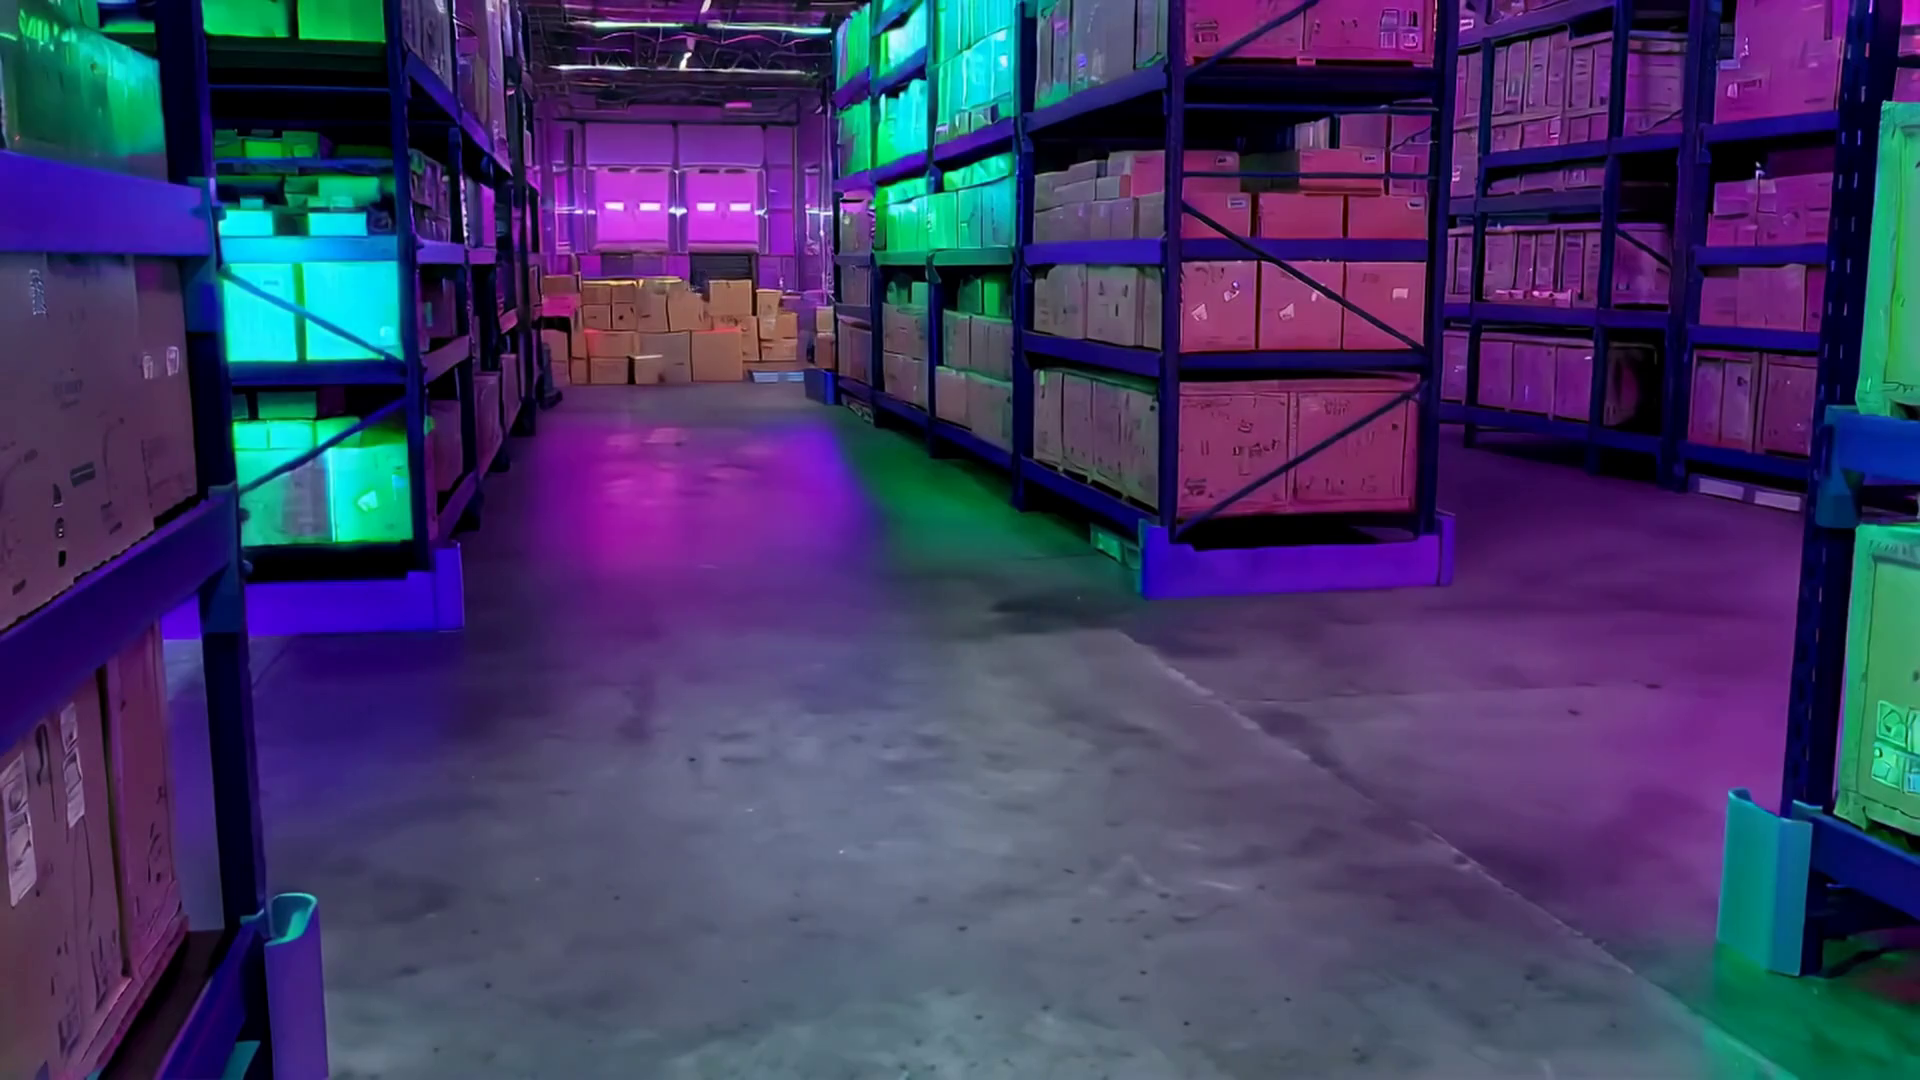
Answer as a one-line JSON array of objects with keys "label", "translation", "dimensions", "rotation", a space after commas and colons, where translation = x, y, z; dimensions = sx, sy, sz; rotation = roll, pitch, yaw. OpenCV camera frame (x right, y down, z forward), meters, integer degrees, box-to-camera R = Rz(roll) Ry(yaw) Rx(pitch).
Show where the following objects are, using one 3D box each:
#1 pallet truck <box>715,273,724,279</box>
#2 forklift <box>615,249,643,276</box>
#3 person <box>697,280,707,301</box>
[{"label": "pallet truck", "translation": [-8.580, -8.986, 62.280], "dimensions": [1.885, 1.965, 0.823], "rotation": [1, 9, 5]}, {"label": "forklift", "translation": [-11.057, -8.346, 55.695], "dimensions": [1.129, 2.768, 1.873], "rotation": [3, 10, 16]}, {"label": "person", "translation": [-6.782, -5.879, 43.635], "dimensions": [0.997, 1.903, 0.636], "rotation": [0, 9, 1]}]
